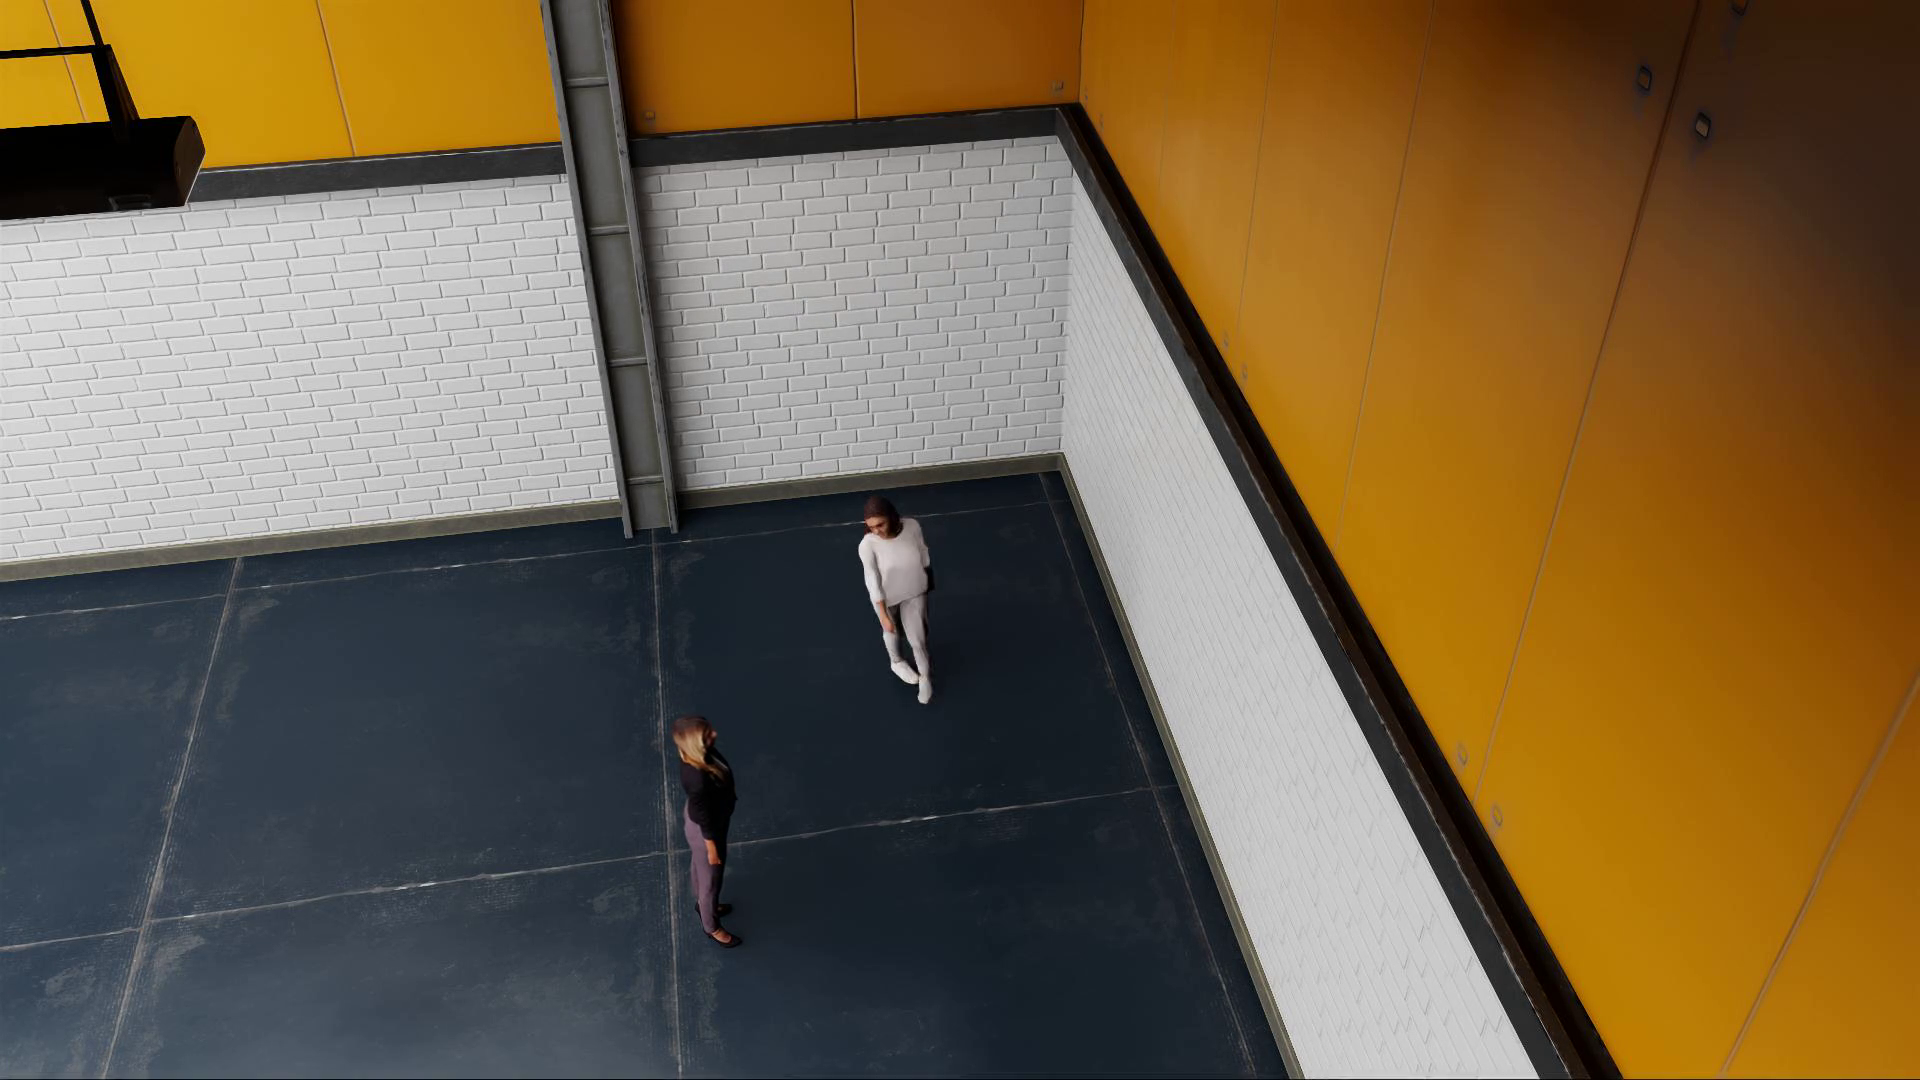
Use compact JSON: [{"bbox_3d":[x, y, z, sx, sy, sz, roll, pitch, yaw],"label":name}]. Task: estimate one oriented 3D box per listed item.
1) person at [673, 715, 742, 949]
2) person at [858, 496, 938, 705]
[{"bbox_3d":[-1.386,1.567,9.041,0.535,1.671,0.595,-8,39,-10],"label":"person"},{"bbox_3d":[-0.389,0.309,10.635,0.717,1.649,0.811,-23,44,-26],"label":"person"}]
